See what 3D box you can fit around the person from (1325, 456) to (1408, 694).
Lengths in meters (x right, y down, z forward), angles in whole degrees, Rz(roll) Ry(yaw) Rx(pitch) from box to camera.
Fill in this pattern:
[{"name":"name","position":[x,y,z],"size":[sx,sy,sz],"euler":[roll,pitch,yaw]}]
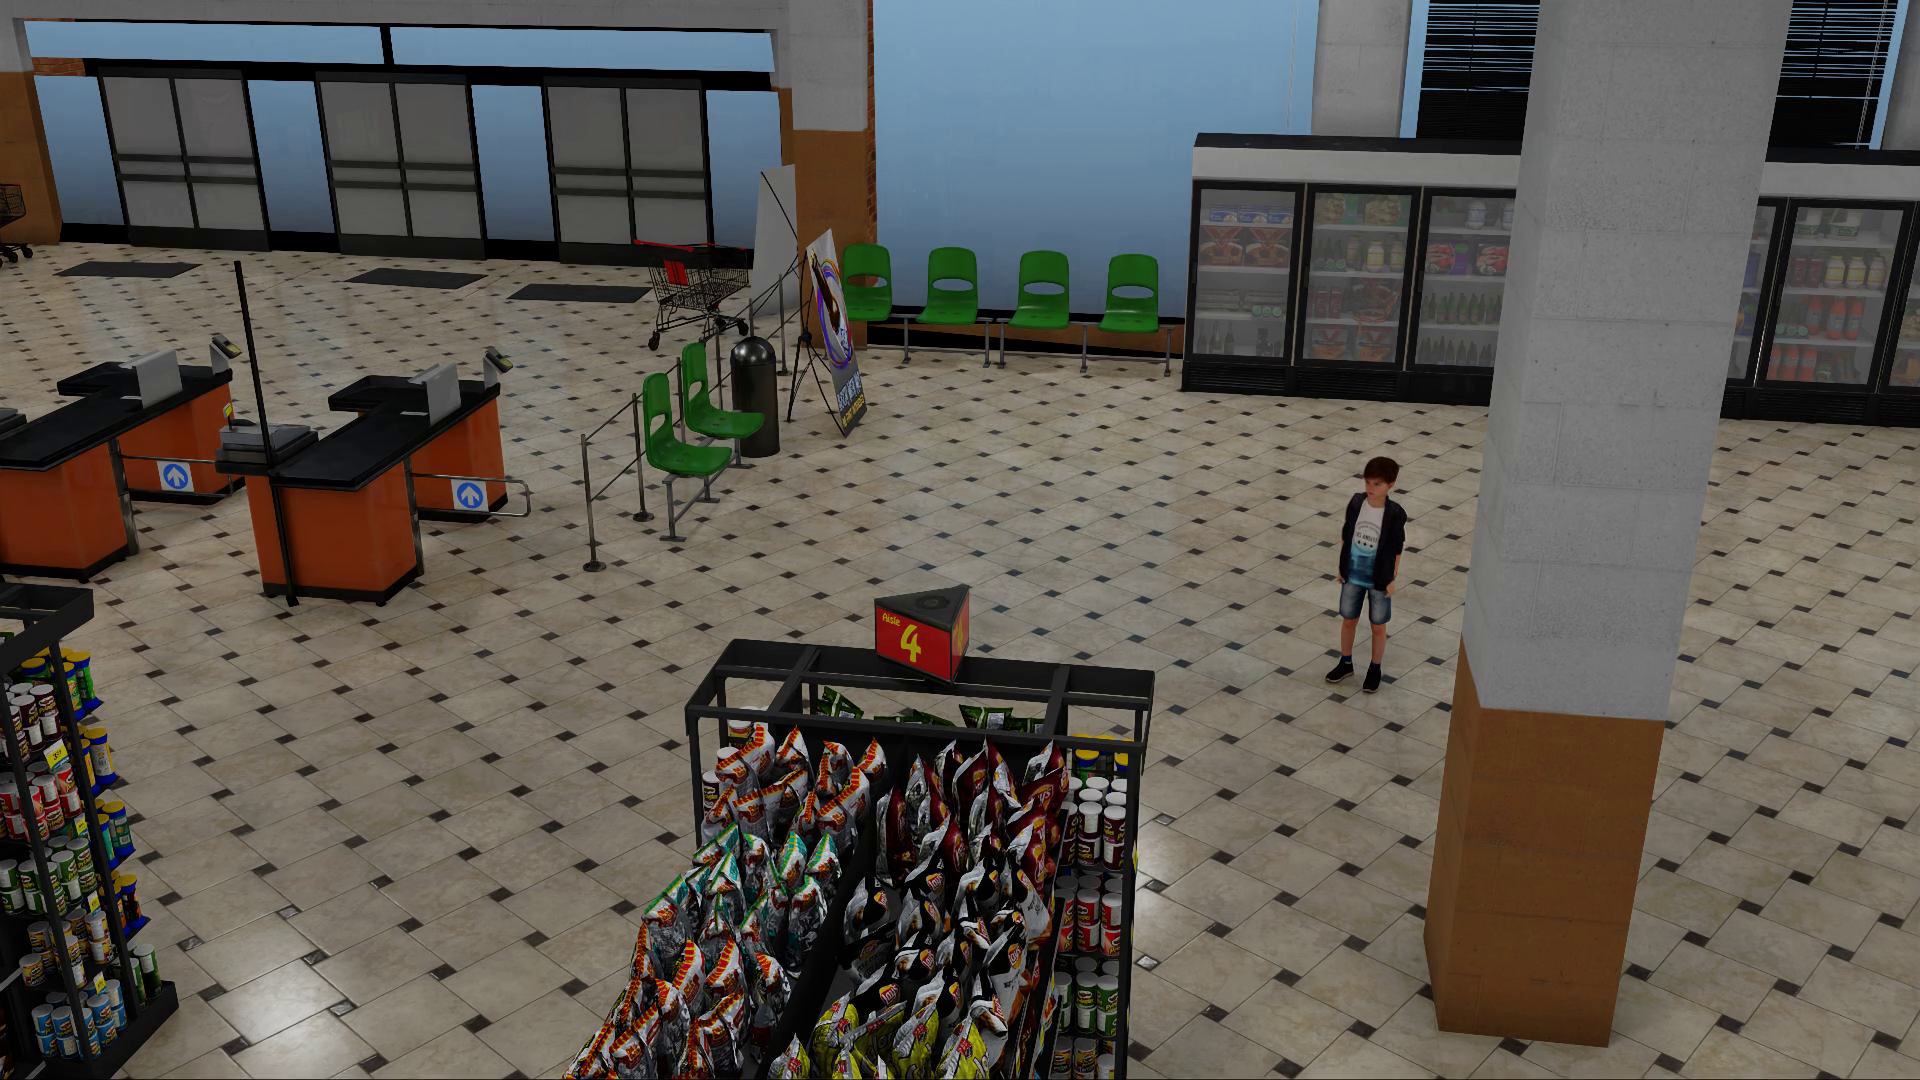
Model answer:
[{"name":"person","position":[2.440,0.192,9.921],"size":[0.612,1.447,0.633],"euler":[14,26,31]}]
